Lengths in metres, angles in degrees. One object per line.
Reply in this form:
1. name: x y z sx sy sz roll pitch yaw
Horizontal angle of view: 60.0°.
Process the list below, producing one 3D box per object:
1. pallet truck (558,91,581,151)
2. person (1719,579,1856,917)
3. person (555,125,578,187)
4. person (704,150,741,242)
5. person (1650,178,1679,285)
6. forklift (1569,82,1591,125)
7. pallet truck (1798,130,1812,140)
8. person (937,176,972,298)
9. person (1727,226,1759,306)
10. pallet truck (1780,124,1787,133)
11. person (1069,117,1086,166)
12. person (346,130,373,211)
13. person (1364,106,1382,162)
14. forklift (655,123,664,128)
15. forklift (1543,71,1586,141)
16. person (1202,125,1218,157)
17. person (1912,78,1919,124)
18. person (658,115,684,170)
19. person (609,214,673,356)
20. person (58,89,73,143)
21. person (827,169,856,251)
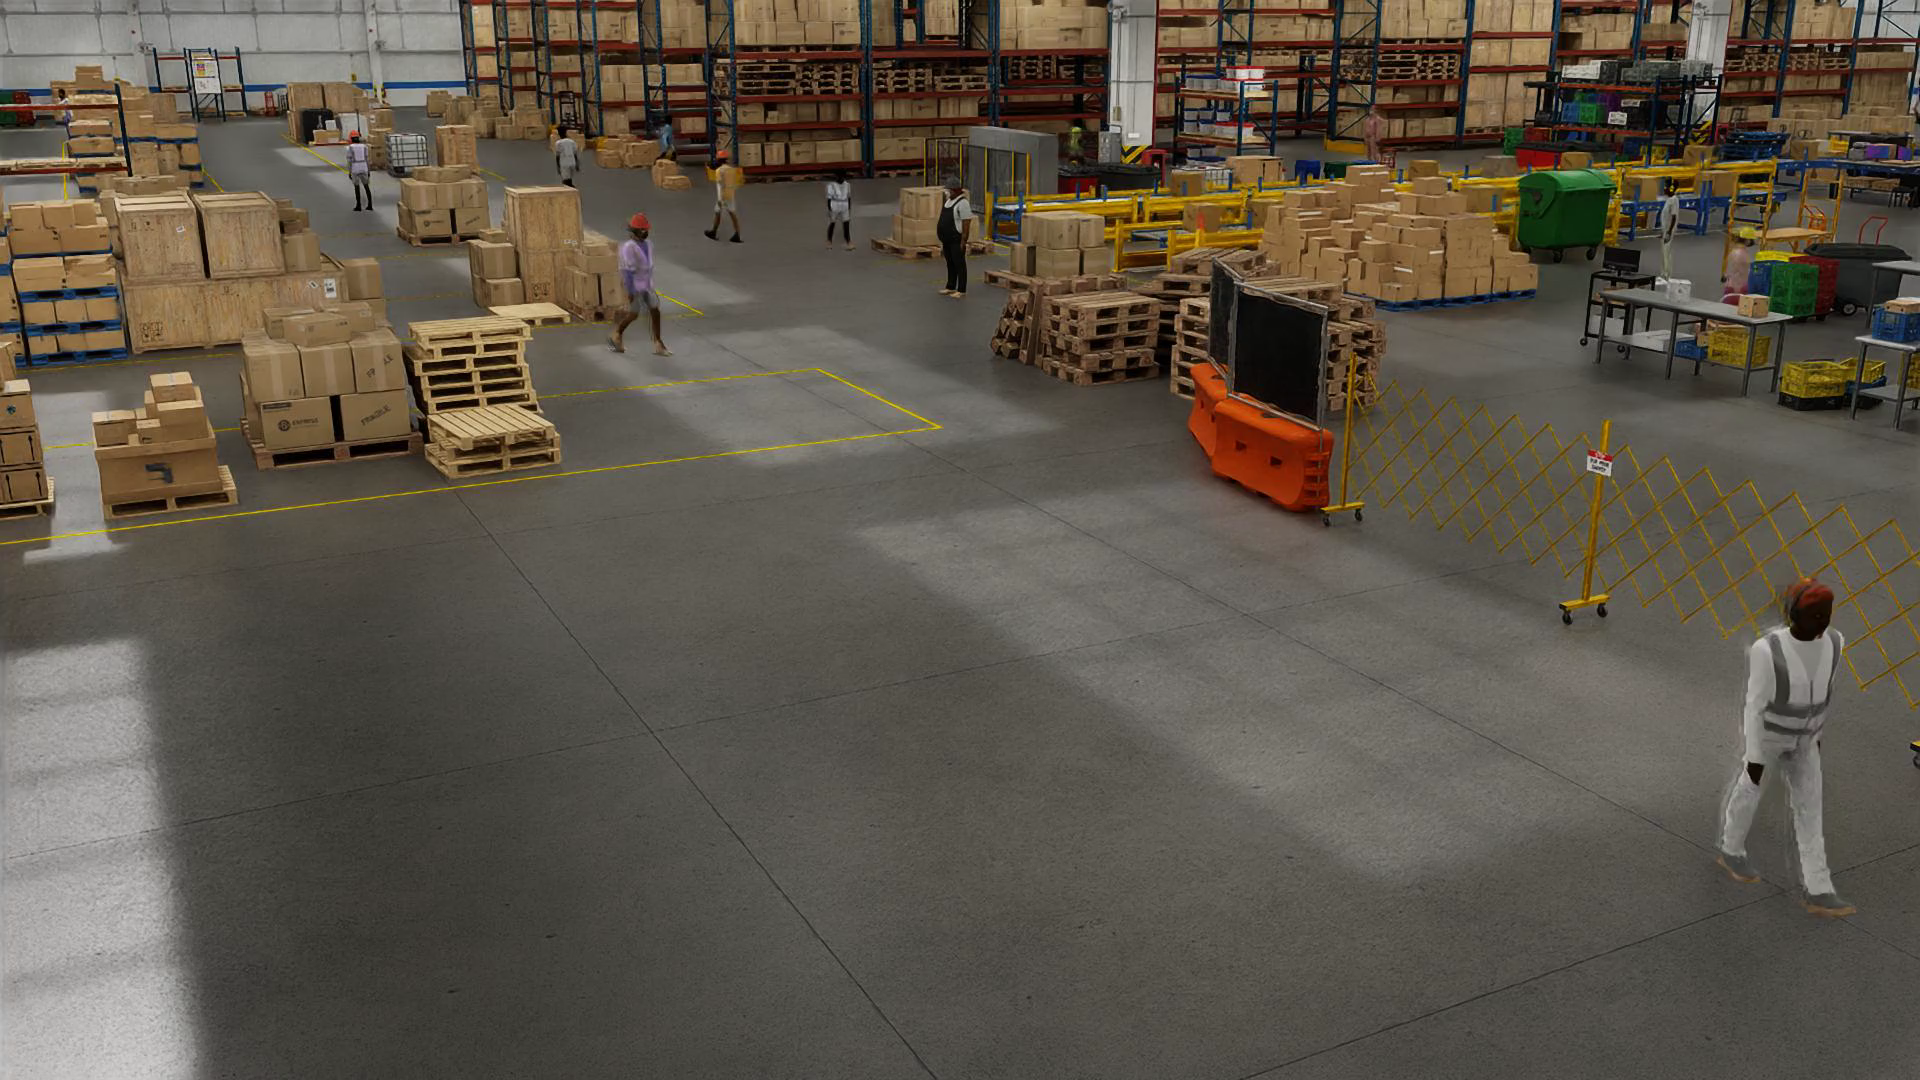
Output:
1. pallet truck: -13.495 -14.412 57.188 0.823 1.965 1.885 -3 18 -9
2. person: 4.522 1.127 8.982 0.609 1.839 0.943 -4 18 -12
3. person: -9.796 -9.405 41.680 0.711 1.937 0.645 15 23 39
4. person: -4.974 -7.219 34.938 0.997 1.880 0.574 14 22 37
5. person: 12.529 -5.458 29.478 0.332 1.872 0.514 5 18 14
6. forklift: 20.915 -14.576 56.277 1.873 2.768 1.129 -9 20 -27
7. pallet truck: 25.526 -11.556 49.408 1.630 1.274 0.653 -9 20 -26
8. person: -0.133 -5.125 28.166 0.536 2.000 0.688 -10 20 -28
9. person: 11.241 -3.662 24.053 0.435 1.752 0.547 12 21 33
10. pallet truck: 25.206 -12.542 52.601 1.601 1.201 0.680 0 18 -2
11. person: 3.518 -11.504 48.654 0.809 1.661 0.552 -11 21 -32
12. person: -14.554 -8.939 40.249 0.542 1.928 0.399 -15 23 -38
13. person: 12.451 -12.117 50.237 0.400 1.886 0.742 -7 19 -21
14. forklift: -11.703 -18.290 67.855 1.873 2.768 1.129 -1 18 -2
15. forklift: 18.685 -13.231 52.085 1.873 2.768 1.129 -9 20 -26
16. person: 6.848 -10.515 45.324 0.649 1.816 0.604 -7 19 -21
17. person: 40.537 -18.538 70.191 0.607 1.909 0.467 -8 19 -23
18. person: -8.835 -11.956 50.097 0.873 1.652 0.531 -7 19 -21
19. person: -4.577 -3.604 23.497 0.964 2.014 0.618 10 20 29
20. person: -32.344 -15.339 60.228 0.399 1.915 0.591 -15 23 -39
21. person: -2.440 -6.673 33.627 0.587 1.633 0.898 -11 21 -30
